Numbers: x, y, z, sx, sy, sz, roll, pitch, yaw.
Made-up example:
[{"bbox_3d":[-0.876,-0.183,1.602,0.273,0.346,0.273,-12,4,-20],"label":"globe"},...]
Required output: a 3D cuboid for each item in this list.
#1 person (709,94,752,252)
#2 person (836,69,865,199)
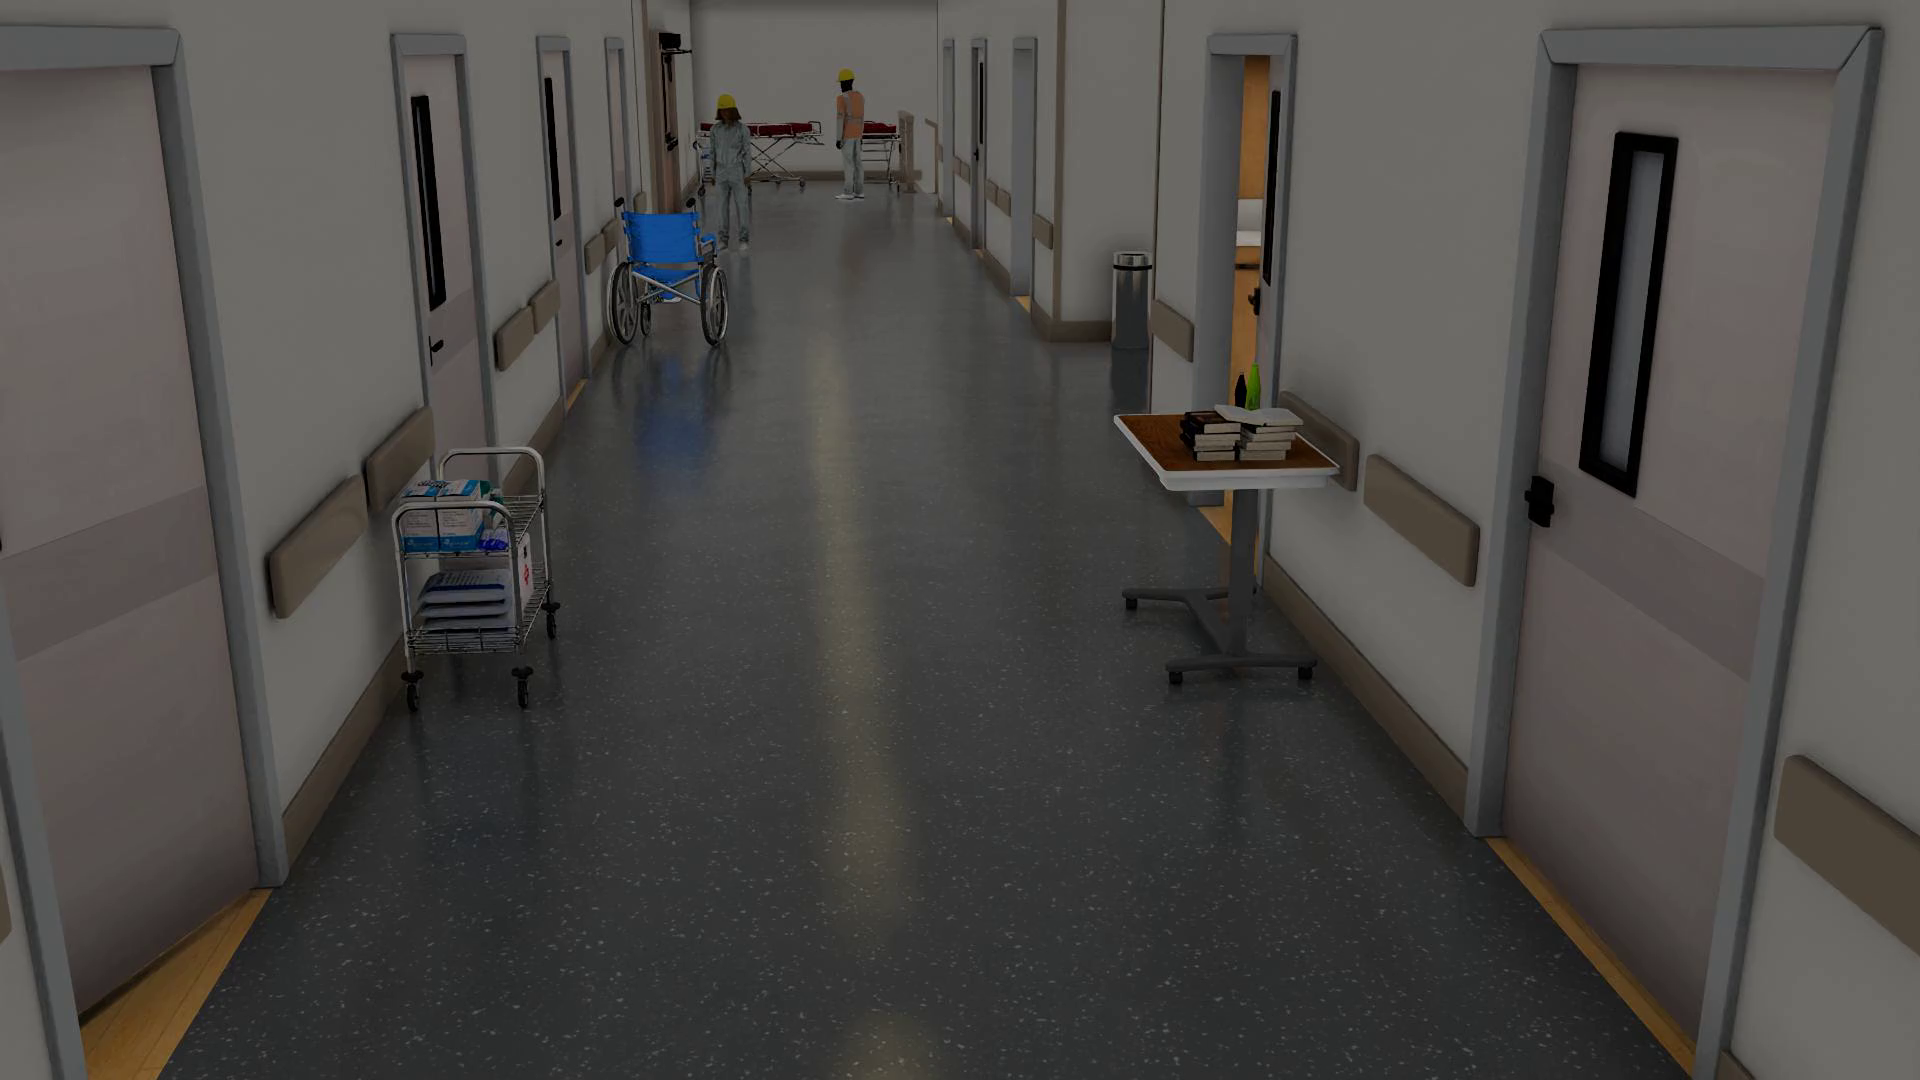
[{"bbox_3d":[-2.593,-4.126,18.750,0.492,1.742,0.321,4,17,12],"label":"person"},{"bbox_3d":[-1.672,-6.113,25.095,0.398,1.920,0.586,11,20,33],"label":"person"}]
